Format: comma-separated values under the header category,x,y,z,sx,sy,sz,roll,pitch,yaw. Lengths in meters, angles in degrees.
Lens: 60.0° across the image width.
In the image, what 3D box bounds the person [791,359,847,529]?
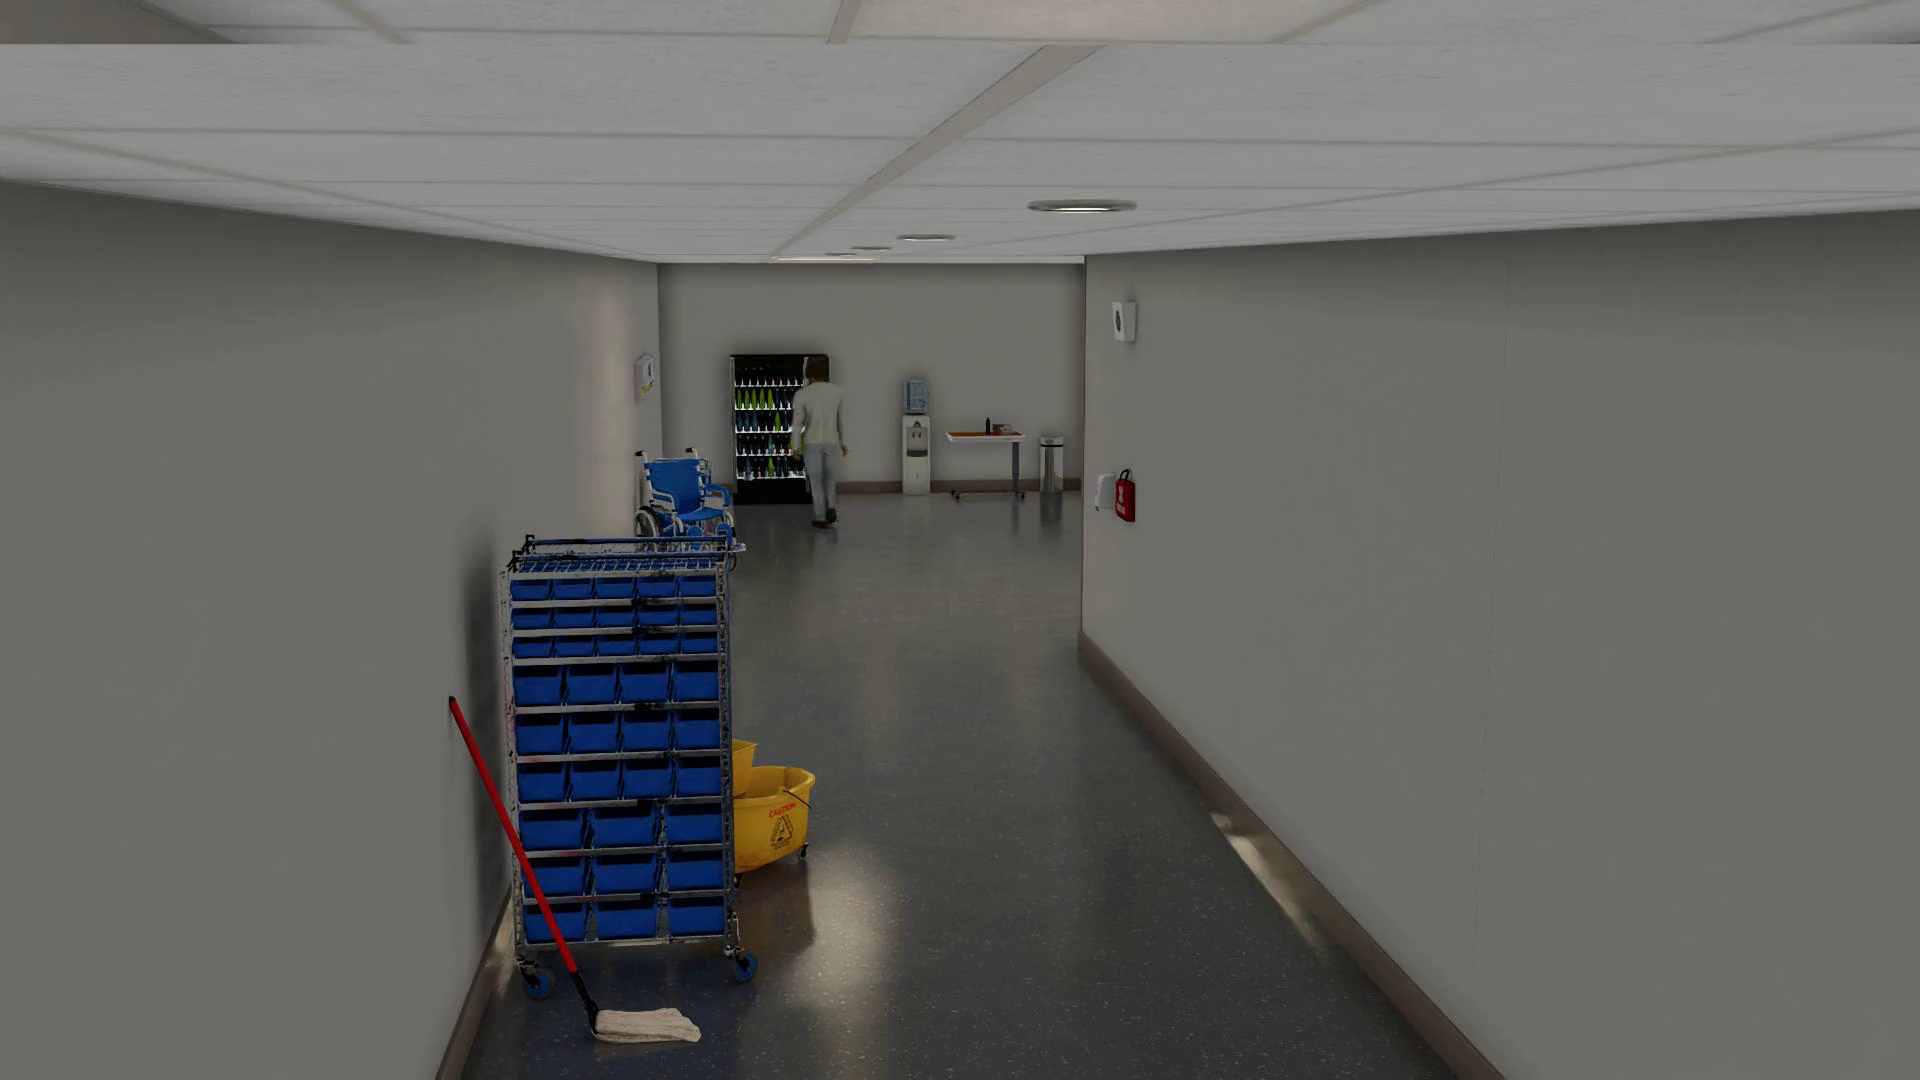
category,x,y,z,sx,sy,sz,roll,pitch,yaw
person,-1.614,-1.086,18.852,0.663,1.924,0.437,-6,11,-32
